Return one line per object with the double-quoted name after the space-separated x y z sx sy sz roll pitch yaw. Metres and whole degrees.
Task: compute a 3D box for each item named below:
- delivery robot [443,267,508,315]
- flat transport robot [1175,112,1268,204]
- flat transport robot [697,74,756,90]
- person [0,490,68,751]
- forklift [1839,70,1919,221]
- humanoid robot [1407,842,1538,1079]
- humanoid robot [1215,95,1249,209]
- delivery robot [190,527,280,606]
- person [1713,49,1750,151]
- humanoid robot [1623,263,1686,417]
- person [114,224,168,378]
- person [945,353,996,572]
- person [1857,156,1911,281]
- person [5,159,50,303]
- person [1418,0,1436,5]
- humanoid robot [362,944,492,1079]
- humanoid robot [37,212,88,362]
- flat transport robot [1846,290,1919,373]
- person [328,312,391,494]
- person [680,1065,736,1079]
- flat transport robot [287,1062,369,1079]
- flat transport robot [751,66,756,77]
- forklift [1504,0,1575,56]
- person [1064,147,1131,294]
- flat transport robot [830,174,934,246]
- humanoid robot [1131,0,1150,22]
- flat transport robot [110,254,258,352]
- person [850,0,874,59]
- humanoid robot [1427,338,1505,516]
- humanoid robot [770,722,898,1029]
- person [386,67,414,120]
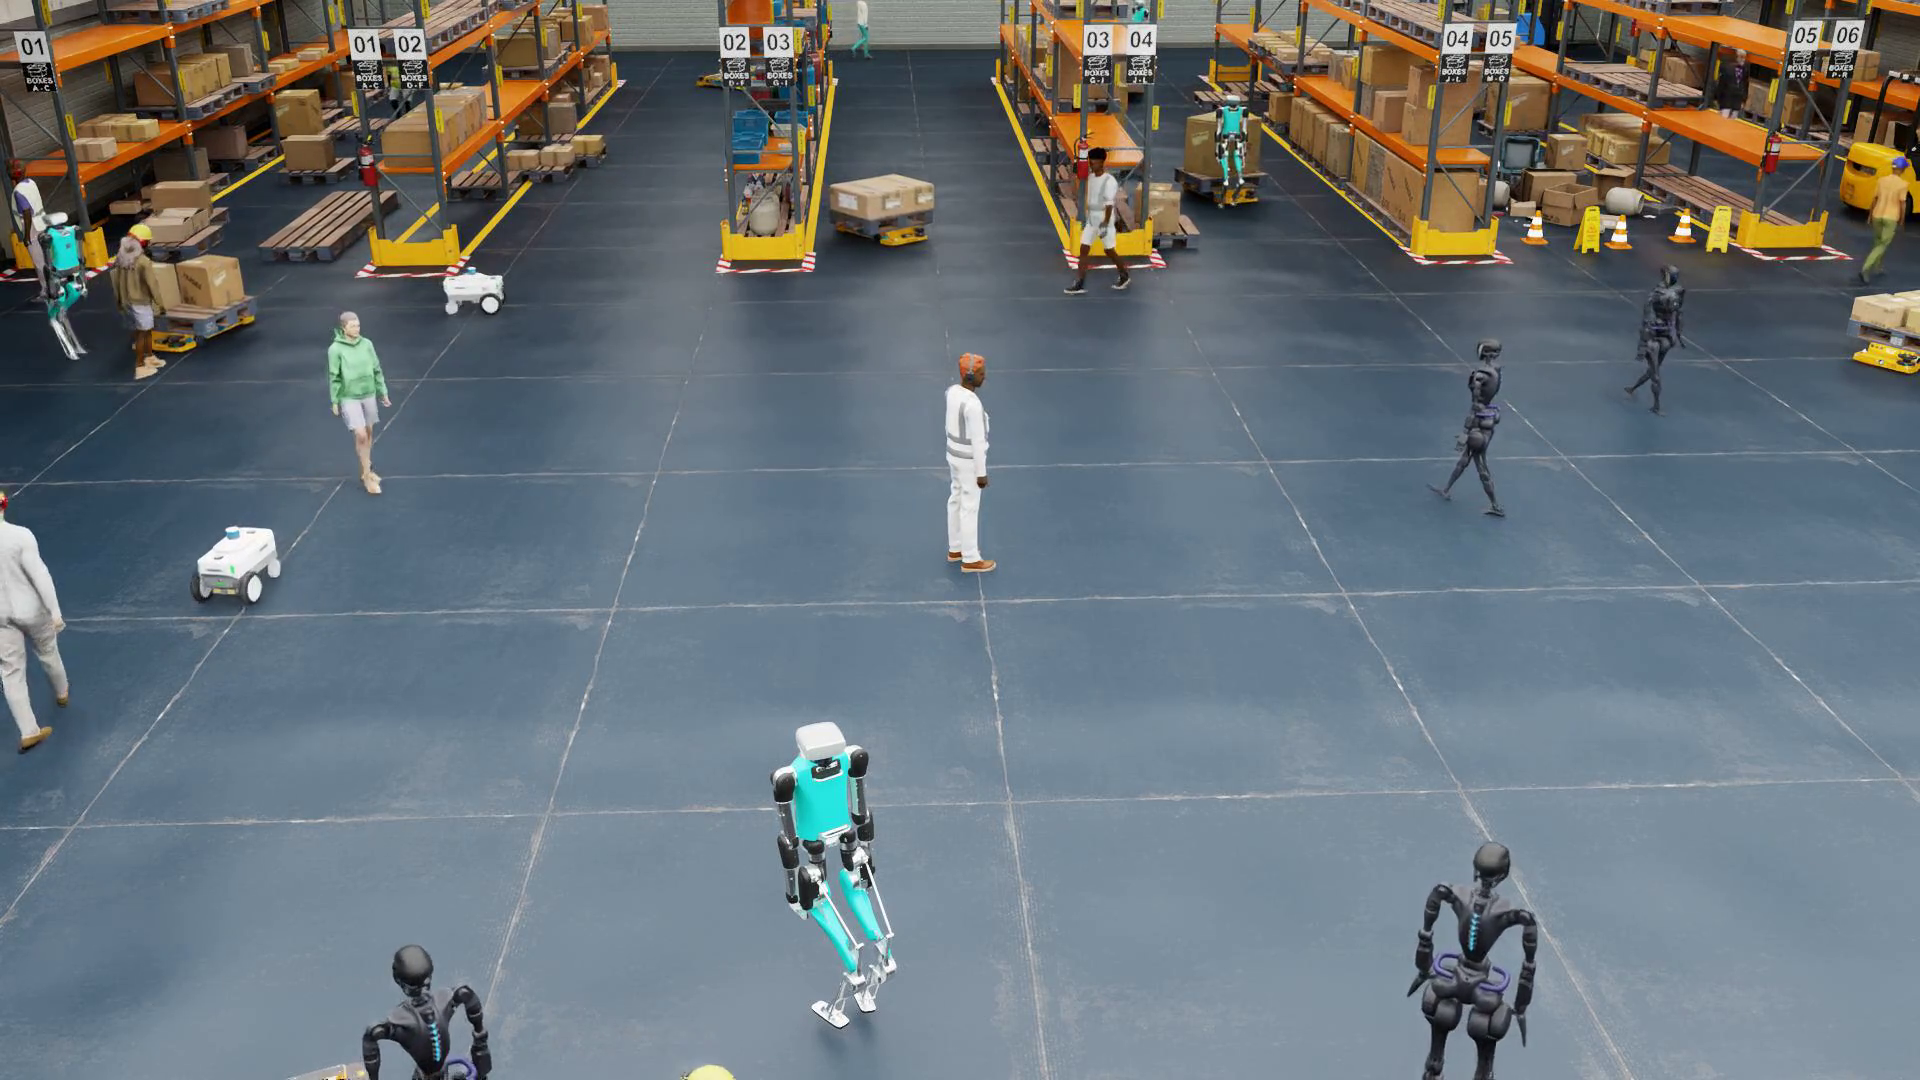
-6.214 -3.192 21.284 0.785 0.587 0.499 -2 24 -4 "delivery robot"
4.291 -5.788 27.478 0.659 0.231 1.431 -8 25 -17 "flat transport robot"
-5.254 -10.477 38.015 1.431 0.231 0.659 15 28 30 "flat transport robot"
-6.507 0.465 11.500 0.577 1.844 0.922 -5 25 -12 "person"
15.132 -6.143 25.915 2.313 2.155 1.214 -1 24 -2 "forklift"
2.416 2.152 7.905 0.583 1.655 0.360 13 27 27 "humanoid robot"
4.321 -6.110 26.345 0.533 1.759 0.679 -1 24 -2 "humanoid robot"
-5.950 0.178 13.698 0.499 0.577 0.769 3 24 6 "delivery robot"
14.327 -8.135 30.822 0.581 1.830 0.584 -1 24 -2 "person"
7.405 -2.170 17.681 0.631 1.642 0.686 -8 25 -17 "humanoid robot"
-9.209 -2.700 18.750 0.566 1.720 0.601 14 28 29 "person"
0.069 -0.651 13.948 0.355 1.886 0.572 -10 26 -21 "person"
12.486 -4.337 22.472 0.791 1.690 0.451 -14 27 -28 "person"
-12.009 -4.011 21.541 0.378 1.847 0.568 -6 25 -14 "person"
11.725 -13.025 41.869 0.396 1.789 0.647 -17 29 -33 "person"
-2.254 2.476 7.201 0.590 1.651 0.446 -20 31 -38 "humanoid robot"
-10.440 -2.925 19.217 0.795 1.773 0.566 10 26 20 "humanoid robot"
11.188 -2.232 19.487 1.431 0.231 0.659 -16 29 -32 "flat transport robot"
-5.580 -1.286 15.580 0.707 1.713 0.497 20 31 37 "person"
-1.052 2.711 6.591 0.744 1.725 0.541 20 31 38 "person"
-3.472 2.934 7.880 1.431 0.231 0.659 -10 26 -22 "flat transport robot"
-4.781 -11.050 39.302 1.431 0.231 0.659 -1 24 -2 "flat transport robot"
14.700 -13.805 42.301 1.873 2.768 1.129 -1 24 -2 "forklift"
1.868 -4.210 21.905 0.965 1.926 0.619 -15 28 -30 "person"
-1.185 -4.664 24.953 0.659 0.231 1.431 -19 30 -36 "flat transport robot"
3.958 -11.696 38.955 0.836 1.789 0.611 -17 29 -33 "humanoid robot"
-9.345 -2.587 20.286 0.659 0.231 1.431 6 25 13 "flat transport robot"
-2.466 -12.978 41.796 0.565 1.749 0.539 -7 25 -15 "person"
4.686 -1.044 15.138 0.769 1.629 0.587 14 28 29 "humanoid robot"
-0.576 1.786 8.490 0.533 1.677 0.735 -14 28 -29 "humanoid robot"
-11.000 -8.882 32.678 0.557 1.677 0.496 1 24 2 "person"
